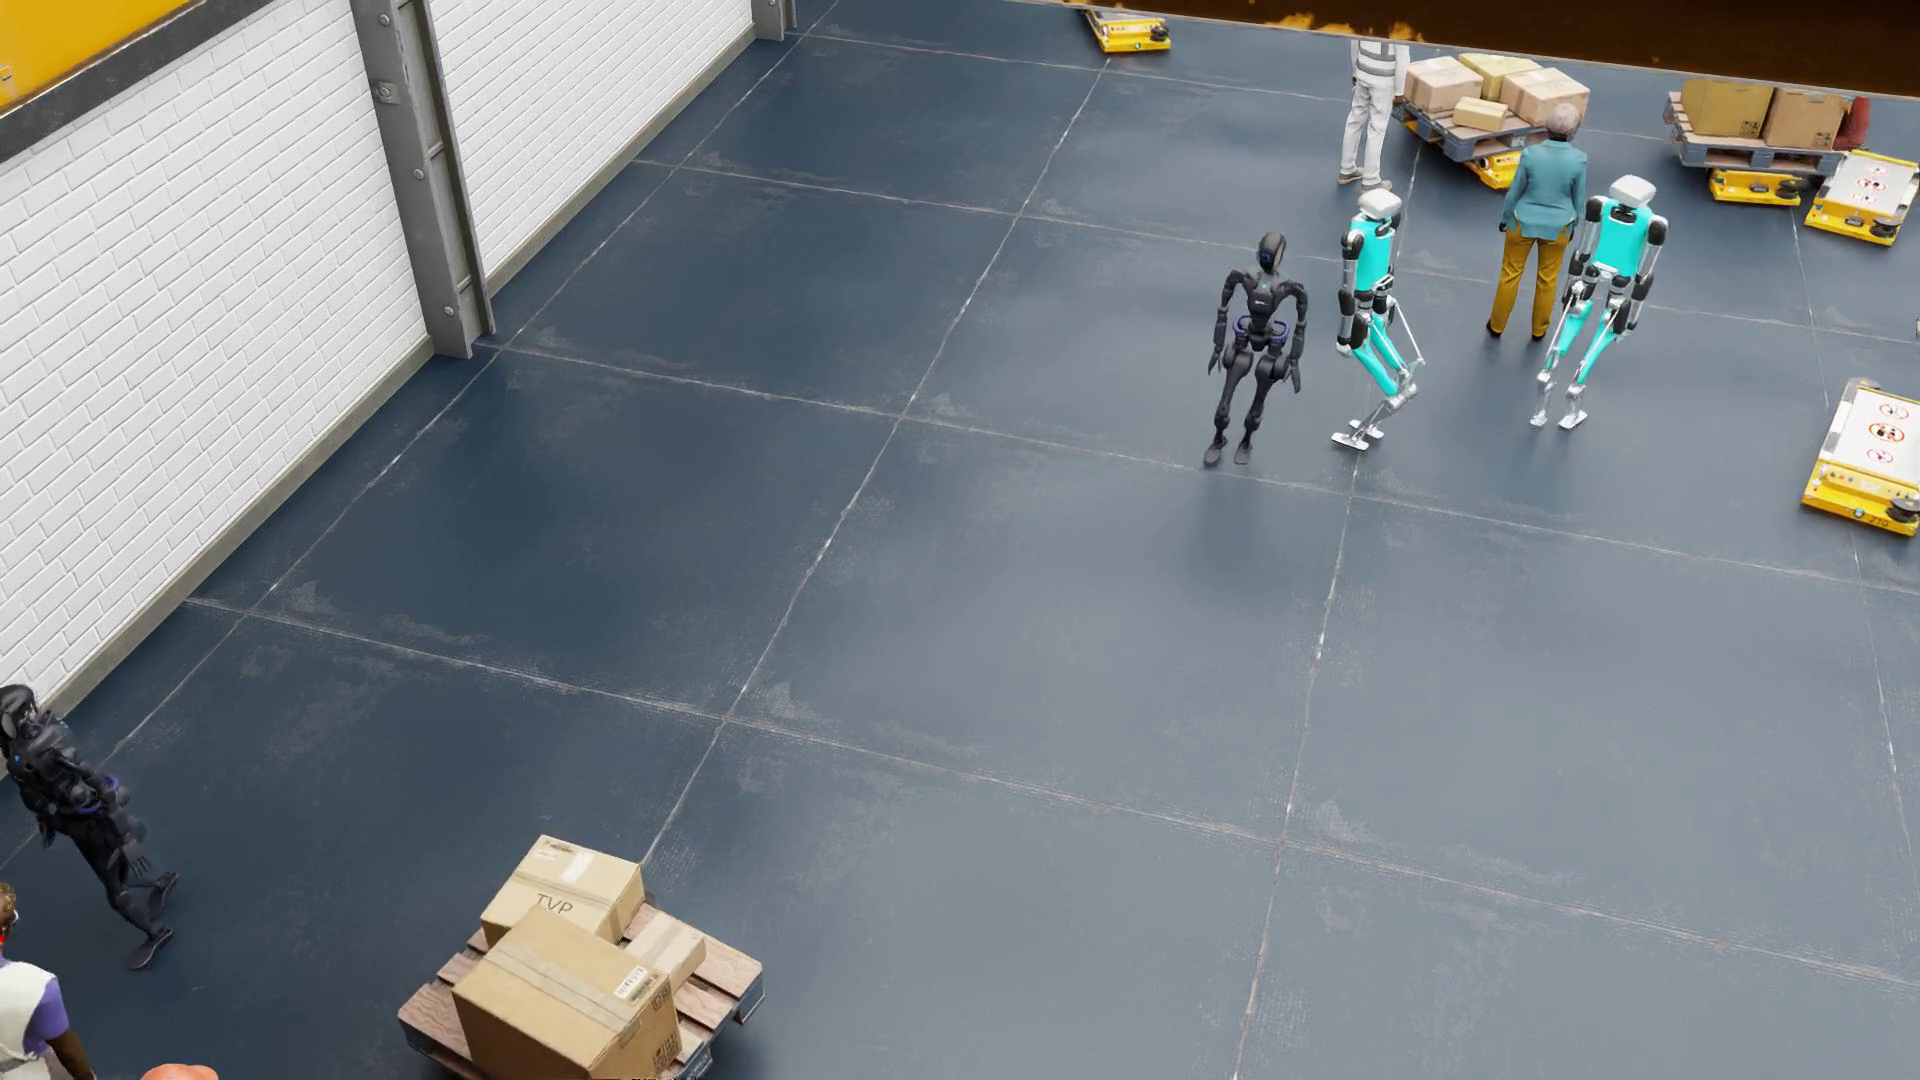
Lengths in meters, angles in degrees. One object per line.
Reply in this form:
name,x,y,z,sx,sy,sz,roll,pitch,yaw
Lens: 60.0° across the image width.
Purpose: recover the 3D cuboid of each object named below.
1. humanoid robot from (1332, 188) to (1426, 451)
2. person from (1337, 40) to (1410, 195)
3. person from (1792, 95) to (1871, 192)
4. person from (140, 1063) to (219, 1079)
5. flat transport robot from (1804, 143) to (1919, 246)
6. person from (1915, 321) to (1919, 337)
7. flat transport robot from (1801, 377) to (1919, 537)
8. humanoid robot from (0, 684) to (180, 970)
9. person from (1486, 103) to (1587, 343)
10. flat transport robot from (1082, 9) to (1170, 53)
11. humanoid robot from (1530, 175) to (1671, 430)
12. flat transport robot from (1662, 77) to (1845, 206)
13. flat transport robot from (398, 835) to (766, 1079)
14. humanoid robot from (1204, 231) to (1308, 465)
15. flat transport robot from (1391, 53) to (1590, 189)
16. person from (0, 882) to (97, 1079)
humanoid robot,2.680,-1.314,10.411,0.700,1.726,0.530,30,48,32
person,3.343,-3.686,13.303,0.356,1.882,0.573,-22,44,-25
person,7.140,-3.613,13.226,0.456,1.863,0.559,20,43,23
person,-2.457,2.408,5.679,0.544,1.938,0.355,3,39,4
flat transport robot,7.380,-2.824,13.517,0.659,0.231,1.431,23,44,25
person,7.124,-1.957,11.317,0.531,1.670,0.768,-13,41,-16
flat transport robot,5.922,-0.561,10.702,0.659,0.231,1.431,22,44,25
humanoid robot,-3.822,1.211,7.387,0.614,1.641,0.496,14,41,17
person,4.009,-2.182,11.532,0.523,1.754,0.345,10,40,12
flat transport robot,1.596,-5.201,16.473,0.659,0.231,1.431,-5,39,-7
humanoid robot,3.982,-1.405,10.565,0.532,1.779,0.676,32,49,33
flat transport robot,6.595,-3.234,14.027,0.659,0.231,1.431,6,39,7
flat transport robot,-1.624,2.182,7.290,0.659,0.231,1.431,20,43,23
humanoid robot,1.848,-1.159,10.331,0.601,1.648,0.403,13,41,16
flat transport robot,4.460,-3.443,14.287,0.659,0.231,1.431,-14,41,-16
person,-3.549,2.017,6.269,0.615,1.798,0.767,1,39,1
